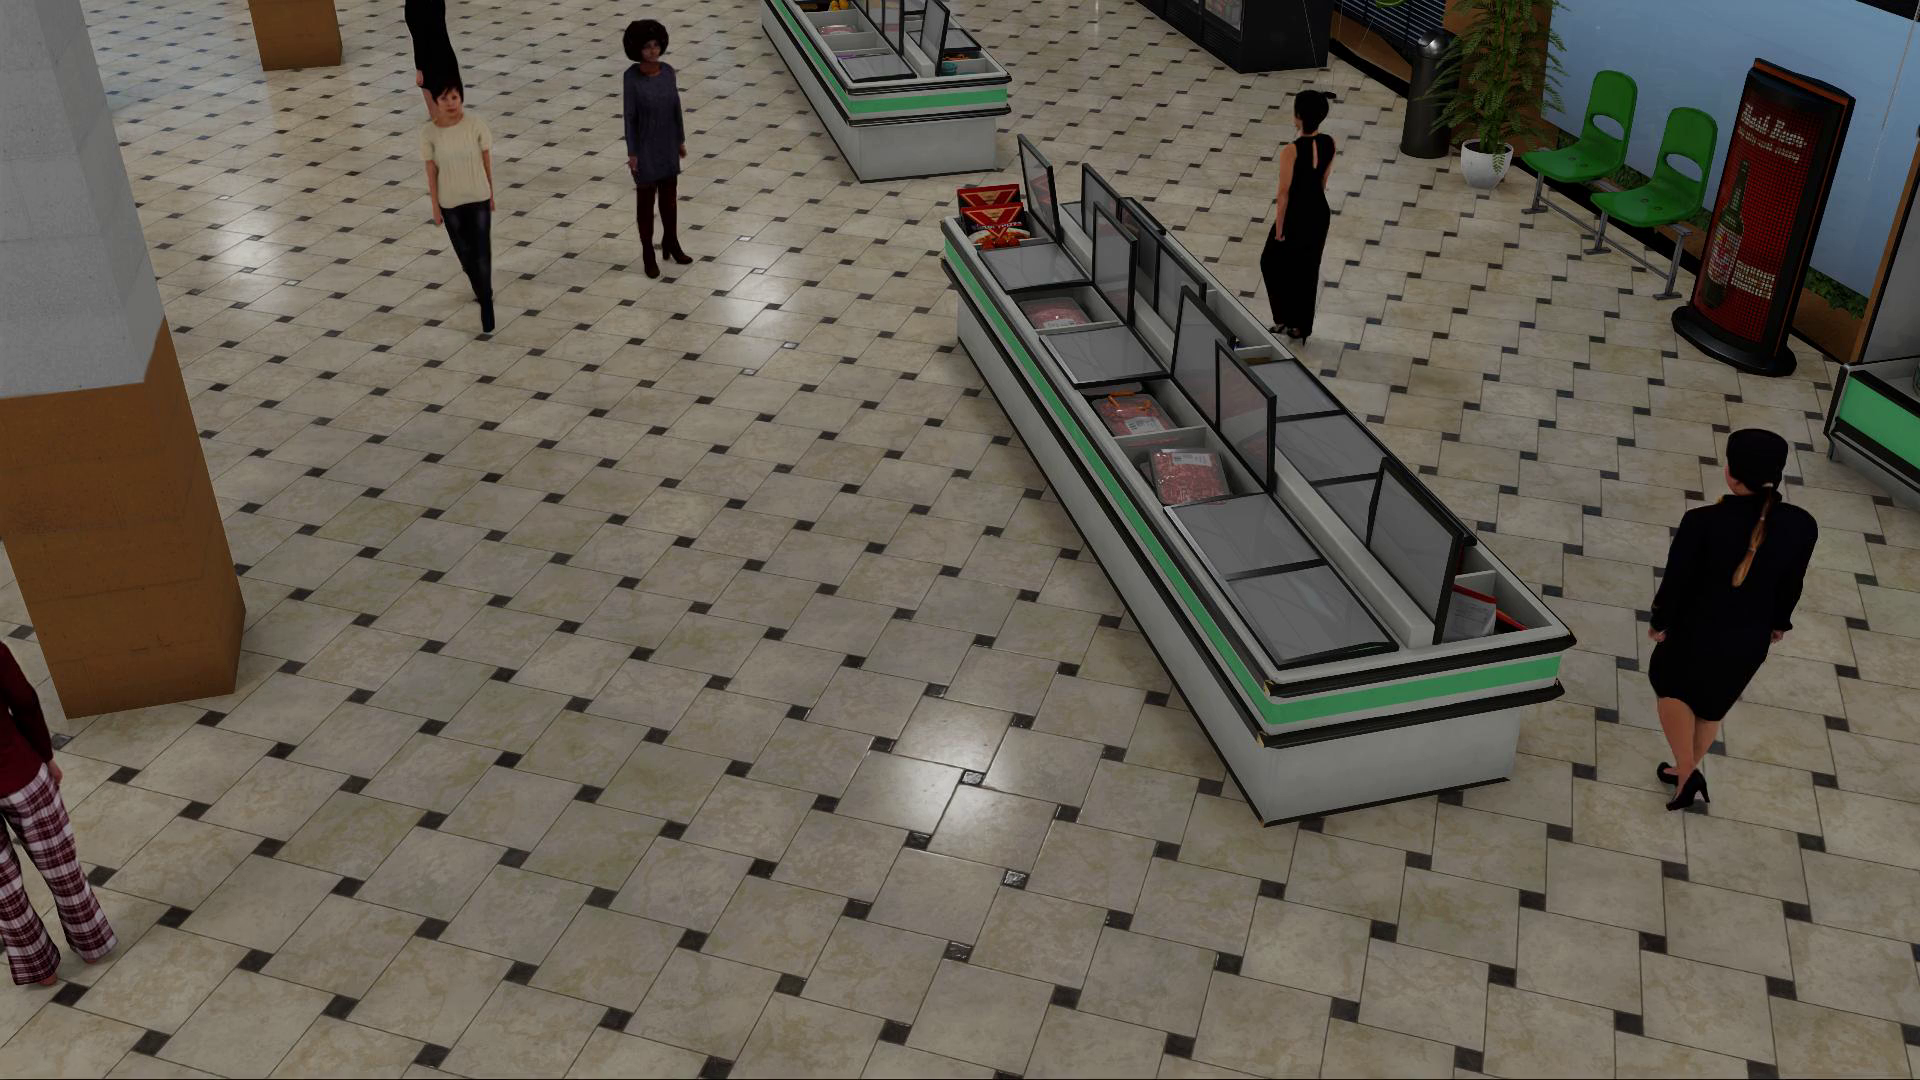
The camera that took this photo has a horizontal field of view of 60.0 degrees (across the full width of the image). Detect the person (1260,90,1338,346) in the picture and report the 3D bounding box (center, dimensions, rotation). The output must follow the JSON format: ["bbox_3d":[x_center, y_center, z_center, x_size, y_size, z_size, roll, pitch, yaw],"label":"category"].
[{"bbox_3d":[2.129,-1.915,10.144,0.624,1.590,0.613,-13,34,-20],"label":"person"}]

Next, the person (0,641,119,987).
[{"bbox_3d":[-3.290,0.822,5.635,0.683,1.705,0.655,-24,39,-34],"label":"person"}]

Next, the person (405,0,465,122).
[{"bbox_3d":[-4.013,-3.605,12.691,0.714,1.767,0.629,11,34,17],"label":"person"}]

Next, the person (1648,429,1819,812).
[{"bbox_3d":[2.908,0.400,6.359,0.812,1.656,0.837,1,32,2],"label":"person"}]

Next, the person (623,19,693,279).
[{"bbox_3d":[-2.065,-2.647,11.208,0.678,1.707,0.675,24,39,34],"label":"person"}]

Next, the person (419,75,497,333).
[{"bbox_3d":[-3.162,-2.164,10.580,0.594,1.551,0.990,-8,33,-13],"label":"person"}]
